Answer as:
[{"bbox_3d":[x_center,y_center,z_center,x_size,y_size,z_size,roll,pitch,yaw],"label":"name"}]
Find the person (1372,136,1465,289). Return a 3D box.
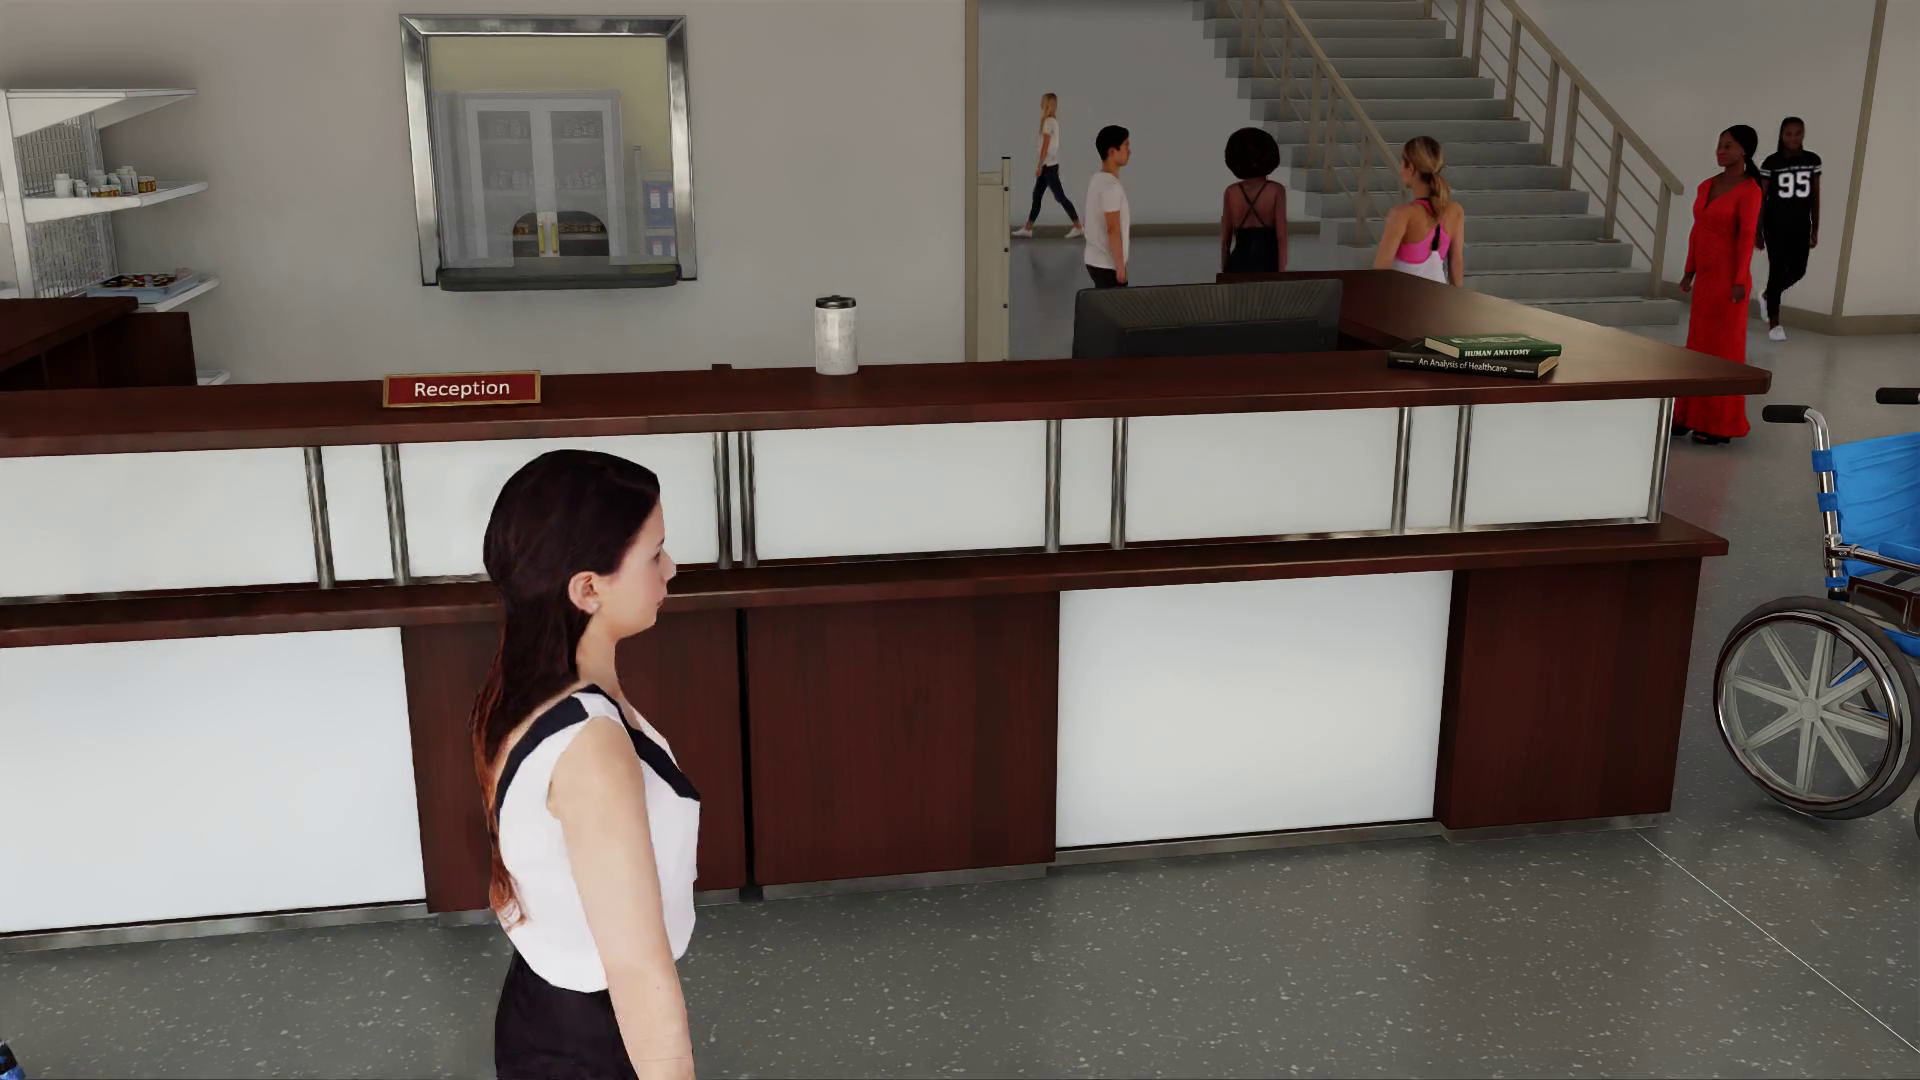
[{"bbox_3d":[2.178,-0.949,7.730,0.826,1.763,1.039,-8,18,-26],"label":"person"}]

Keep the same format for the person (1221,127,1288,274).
[{"bbox_3d":[1.657,-1.399,9.352,0.756,1.749,0.821,11,19,34],"label":"person"}]

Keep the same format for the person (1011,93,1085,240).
[{"bbox_3d":[1.212,-4.595,20.657,0.894,1.766,1.170,2,16,8],"label":"person"}]

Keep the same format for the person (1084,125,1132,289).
[{"bbox_3d":[0.902,-1.865,11.018,0.746,1.710,0.603,0,16,-1],"label":"person"}]

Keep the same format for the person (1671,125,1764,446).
[{"bbox_3d":[4.310,-1.432,9.406,0.723,1.784,0.560,-4,16,-13],"label":"person"}]

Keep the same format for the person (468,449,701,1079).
[{"bbox_3d":[-0.543,0.699,2.116,0.744,1.636,0.710,-9,18,-28],"label":"person"}]

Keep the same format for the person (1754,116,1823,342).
[{"bbox_3d":[6.497,-2.451,13.146,0.790,1.714,1.000,2,16,6],"label":"person"}]
